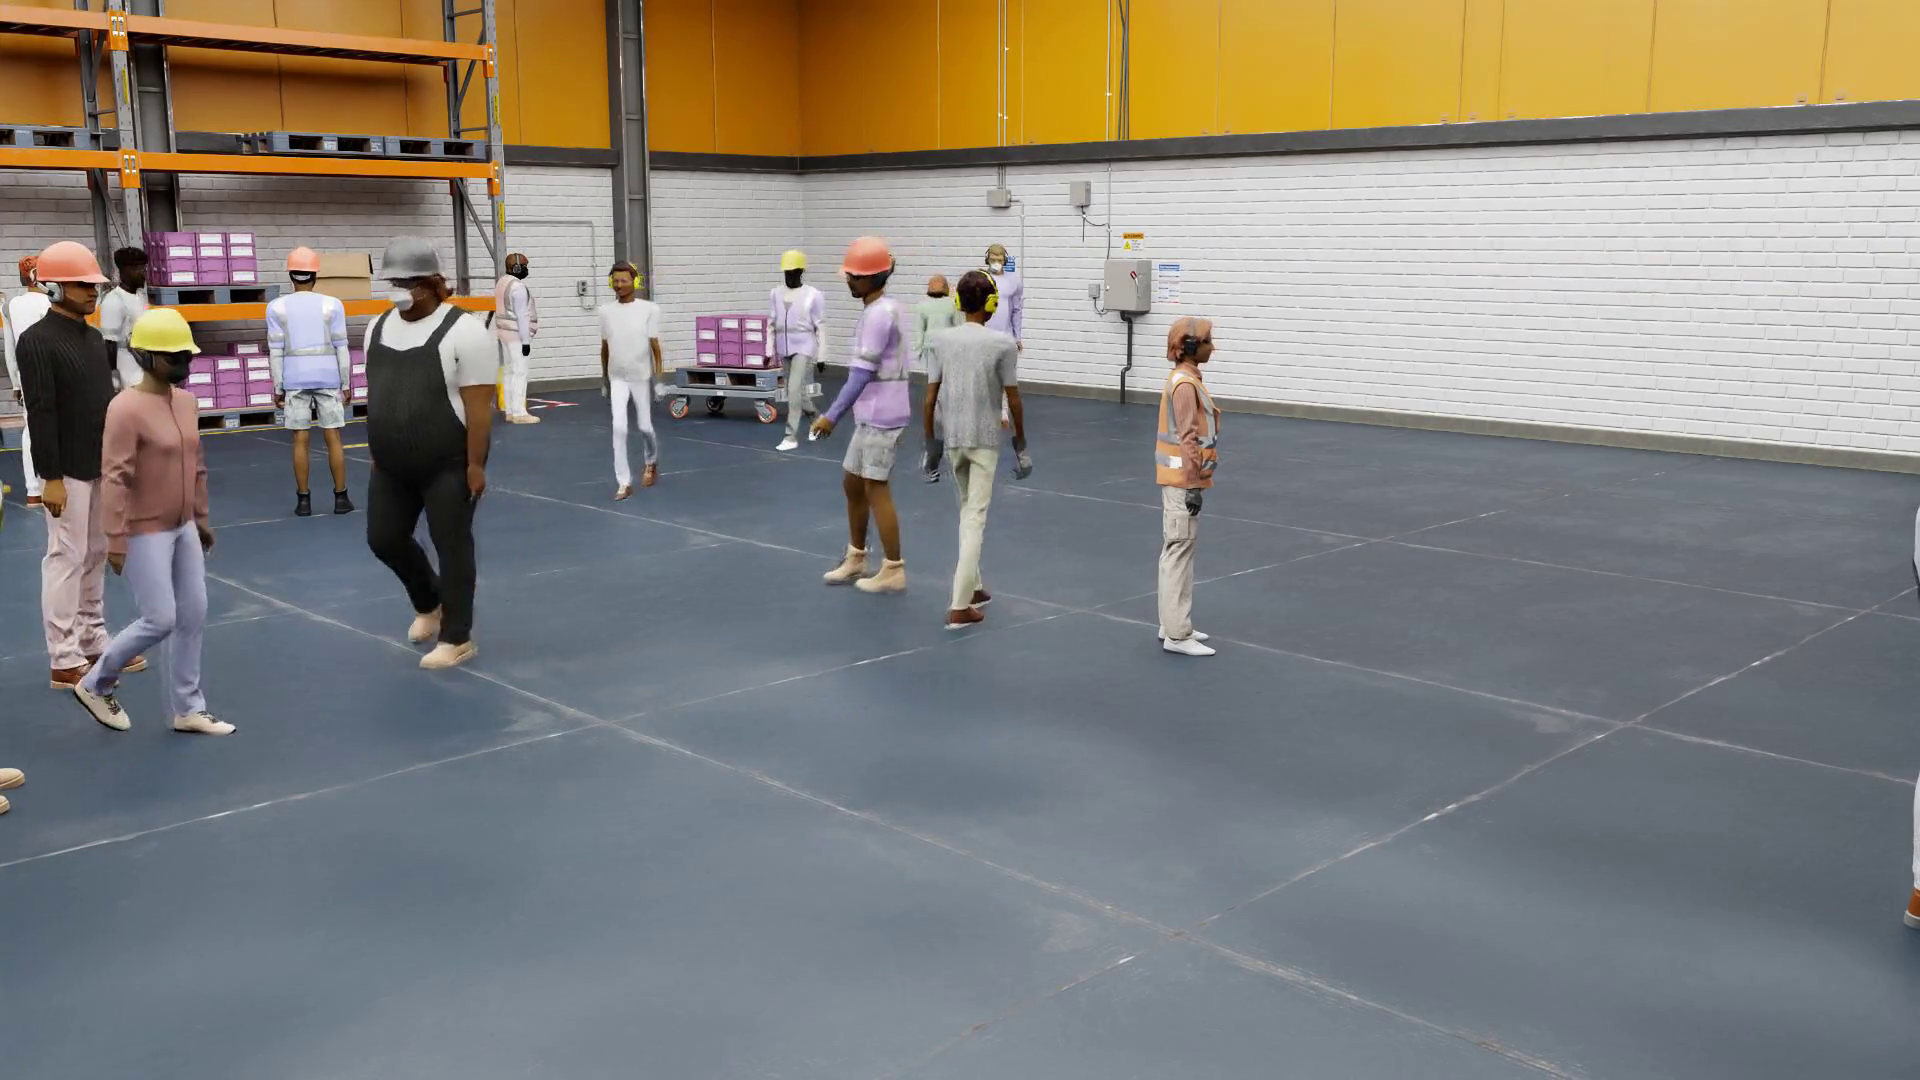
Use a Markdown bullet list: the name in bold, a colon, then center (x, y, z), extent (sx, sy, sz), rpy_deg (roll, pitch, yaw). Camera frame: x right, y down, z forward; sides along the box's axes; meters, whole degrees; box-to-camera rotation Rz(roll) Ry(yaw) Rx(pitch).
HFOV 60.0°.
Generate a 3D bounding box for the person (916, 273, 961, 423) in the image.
- **person**: center (-0.239, -2.040, 17.809), extent (0.510, 1.617, 0.606), rpy_deg (3, 11, 16)

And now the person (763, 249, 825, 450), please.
- **person**: center (-1.535, -1.838, 15.974), extent (0.576, 1.899, 0.884), rpy_deg (6, 12, 29)

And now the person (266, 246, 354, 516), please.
- **person**: center (-4.688, -1.137, 12.023), extent (0.542, 1.939, 0.361), rpy_deg (-3, 11, -18)

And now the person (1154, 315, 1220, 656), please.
- **person**: center (1.099, -0.266, 8.088), extent (0.307, 1.641, 0.513), rpy_deg (1, 10, 3)

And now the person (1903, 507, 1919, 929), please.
- **person**: center (2.982, 0.210, 4.658), extent (0.402, 1.943, 0.617), rpy_deg (-4, 11, -21)

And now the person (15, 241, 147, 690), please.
- **person**: center (-3.943, -0.331, 7.471), extent (0.397, 1.992, 0.621), rpy_deg (-1, 10, -3)

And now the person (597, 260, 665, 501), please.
- **person**: center (-2.554, -1.267, 13.012), extent (0.524, 1.842, 0.897), rpy_deg (0, 10, 2)

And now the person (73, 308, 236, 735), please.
- **person**: center (-3.219, -0.048, 6.608), extent (0.541, 1.743, 0.560), rpy_deg (1, 10, 7)

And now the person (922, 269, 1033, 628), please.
- **person**: center (0.124, -0.490, 8.758), extent (0.504, 1.840, 0.797), rpy_deg (6, 12, 29)

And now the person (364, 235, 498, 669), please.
- **person**: center (-2.512, -0.412, 7.792), extent (0.703, 2.000, 0.541), rpy_deg (3, 11, 18)

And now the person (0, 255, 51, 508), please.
- **person**: center (-6.798, -1.162, 12.353), extent (0.574, 1.876, 0.340), rpy_deg (3, 11, 14)

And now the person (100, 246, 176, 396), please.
- **person**: center (-6.466, -1.354, 13.239), extent (0.824, 1.931, 0.613), rpy_deg (-2, 11, -12)

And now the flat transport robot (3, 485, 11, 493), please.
- **flat transport robot**: center (-7.824, -0.344, 12.248), extent (0.652, 0.197, 1.431), rpy_deg (2, 11, 13)

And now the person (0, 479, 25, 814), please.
- **person**: center (-3.576, 0.049, 5.823), extent (0.429, 1.844, 0.626), rpy_deg (-4, 11, -18)

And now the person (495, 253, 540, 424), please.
- **person**: center (-4.774, -2.172, 17.973), extent (0.430, 1.836, 0.619), rpy_deg (-7, 13, -34)

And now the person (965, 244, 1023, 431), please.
- **person**: center (0.357, -2.084, 17.202), extent (0.627, 1.934, 0.370), rpy_deg (-3, 11, -18)

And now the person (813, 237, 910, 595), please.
- **person**: center (-0.566, -0.688, 9.388), extent (0.547, 2.008, 0.609), rpy_deg (-2, 11, -11)
